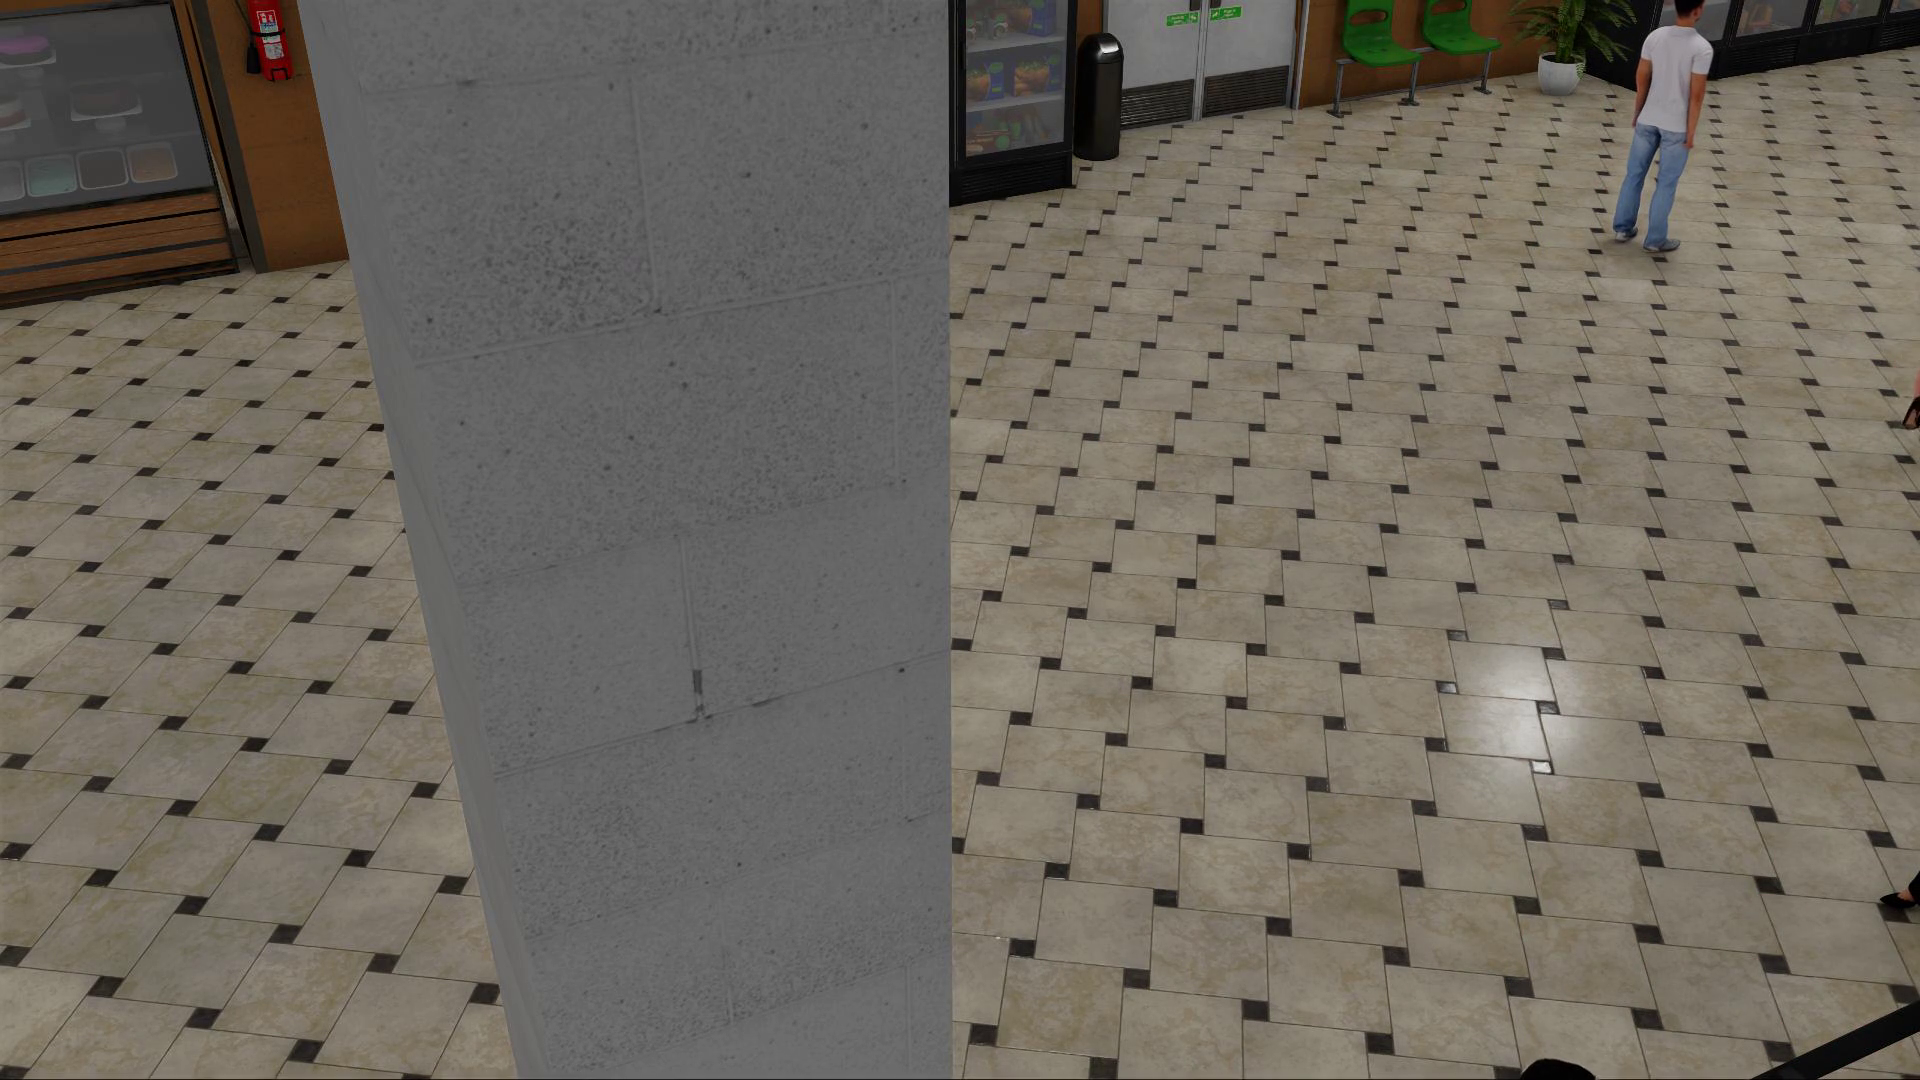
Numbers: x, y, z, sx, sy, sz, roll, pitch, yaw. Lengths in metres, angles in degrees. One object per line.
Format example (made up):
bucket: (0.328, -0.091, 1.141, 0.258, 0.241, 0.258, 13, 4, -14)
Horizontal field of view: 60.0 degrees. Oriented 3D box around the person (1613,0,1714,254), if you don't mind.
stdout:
person: (4.963, -2.959, 11.705, 0.773, 1.866, 0.572, -21, 37, -30)
